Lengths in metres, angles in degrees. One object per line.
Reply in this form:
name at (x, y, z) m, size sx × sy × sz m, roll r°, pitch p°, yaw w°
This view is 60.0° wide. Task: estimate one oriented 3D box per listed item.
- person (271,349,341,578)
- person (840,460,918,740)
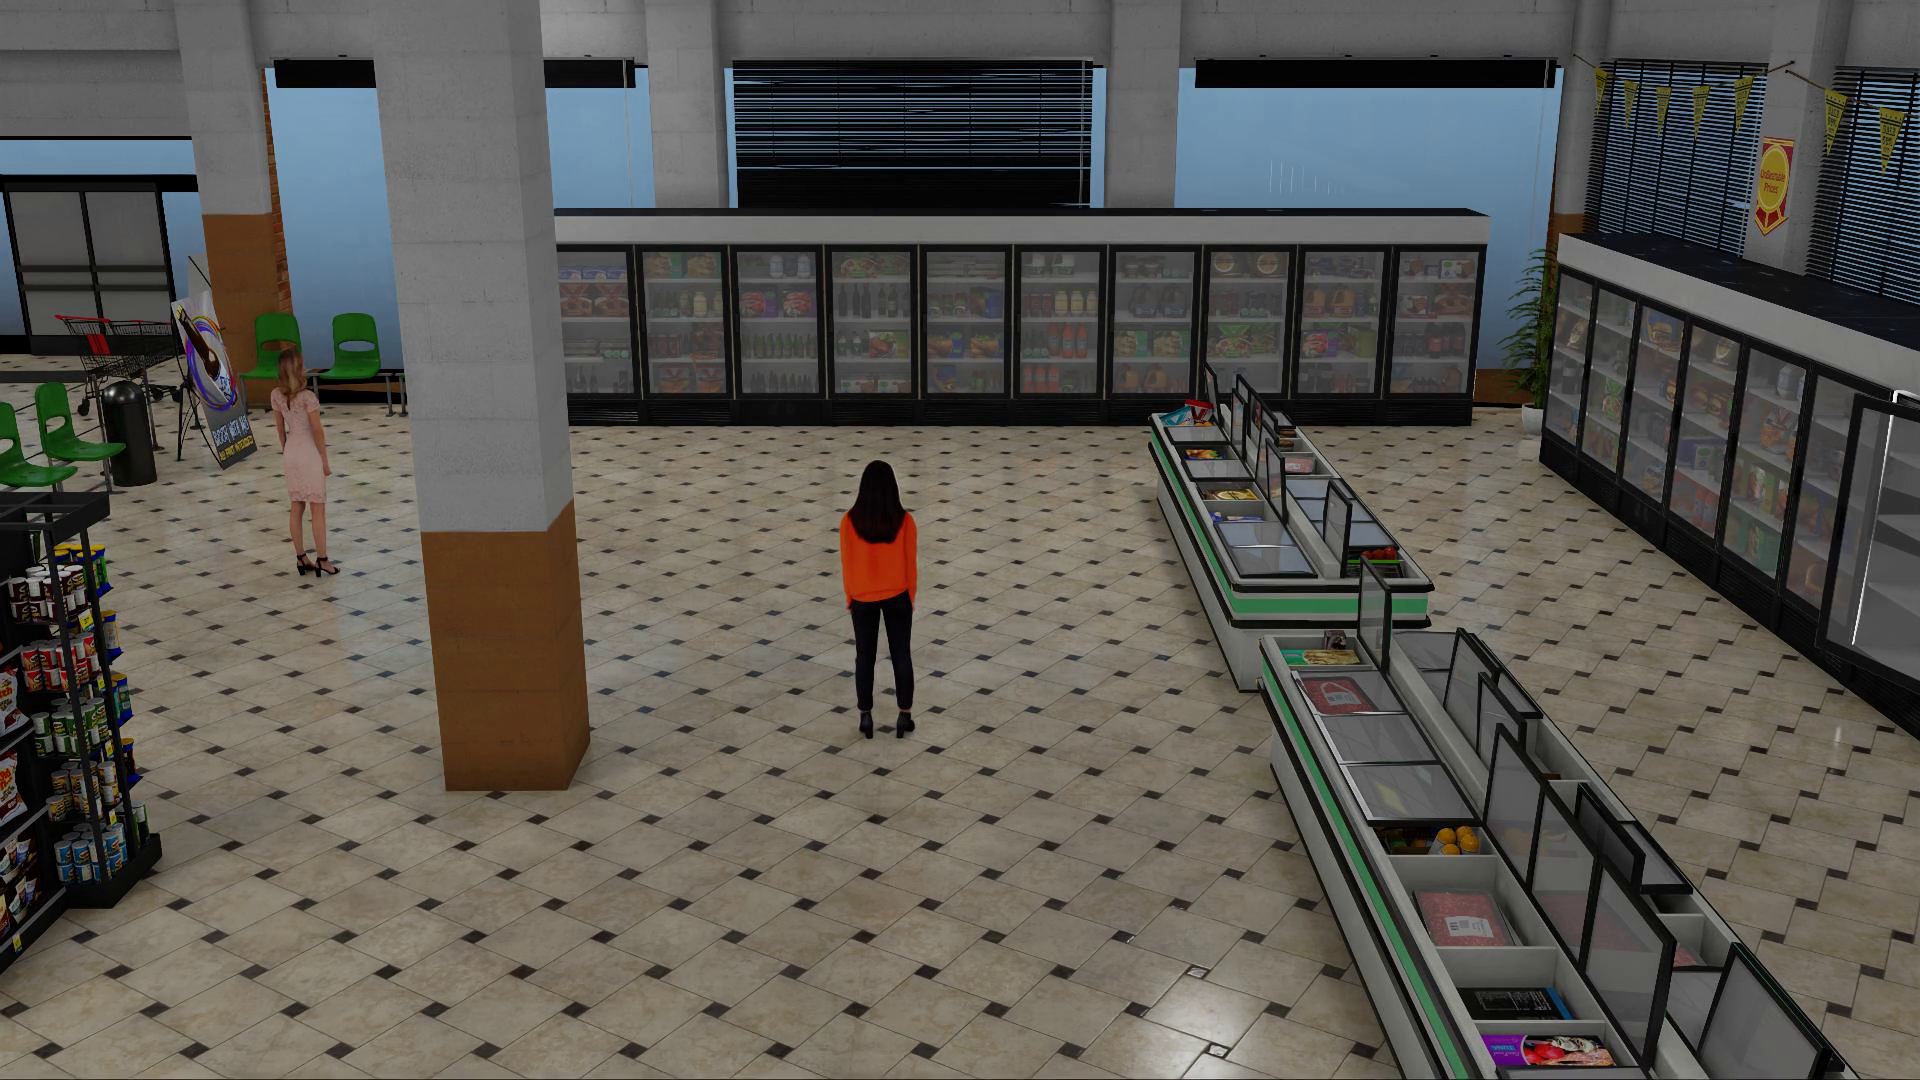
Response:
person at (-5.193, -0.606, 13.138) m, size 0.629 × 1.831 × 0.600 m, roll 6°, pitch 18°, yaw 18°
person at (-0.479, 0.362, 10.092) m, size 0.625 × 1.748 × 0.559 m, roll 1°, pitch 17°, yaw 3°
